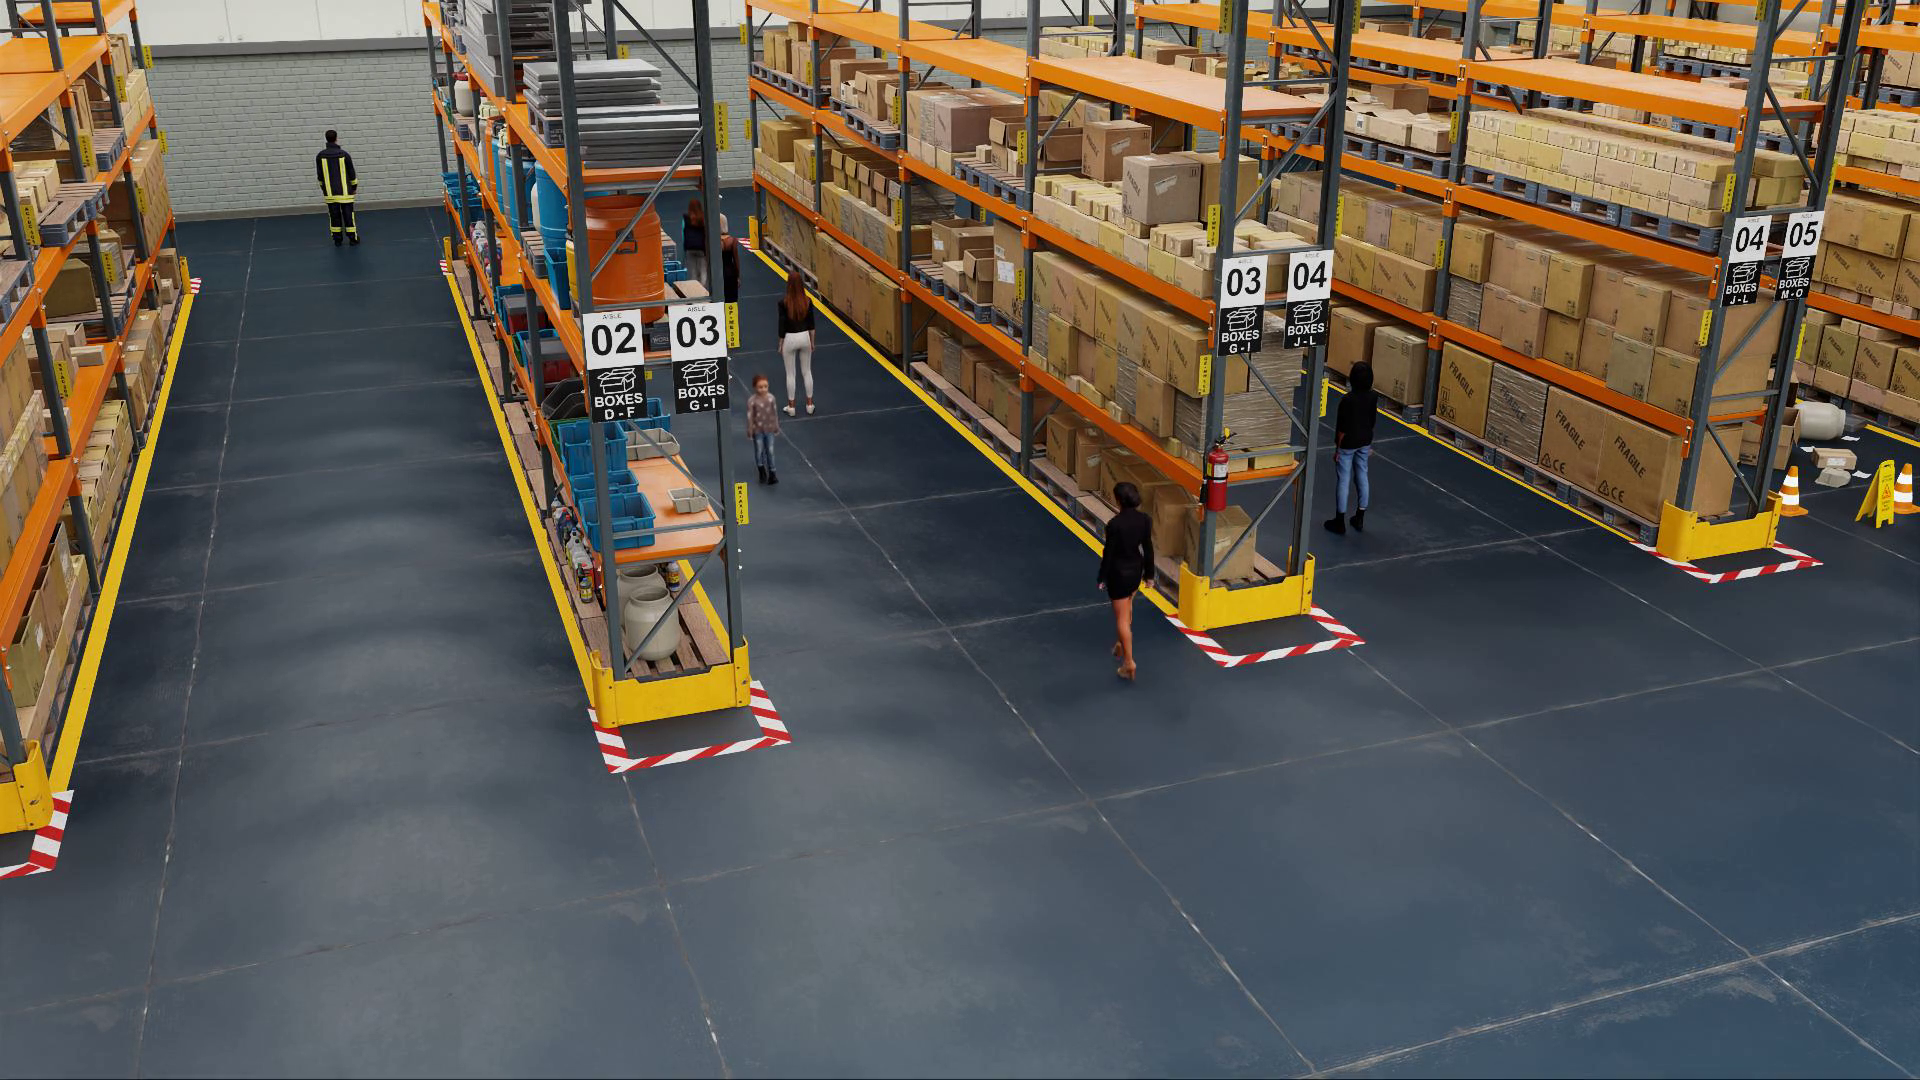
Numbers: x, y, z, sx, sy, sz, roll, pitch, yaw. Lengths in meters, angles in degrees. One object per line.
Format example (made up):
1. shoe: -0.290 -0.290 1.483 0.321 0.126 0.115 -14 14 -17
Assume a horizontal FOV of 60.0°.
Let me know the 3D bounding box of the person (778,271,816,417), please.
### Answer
1. person: -1.904 -2.302 19.424 0.586 1.704 0.509 -7 23 -17

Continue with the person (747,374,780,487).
1. person: -2.065 -1.162 17.347 0.529 1.167 0.807 -6 23 -15

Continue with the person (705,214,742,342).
1. person: -3.168 -3.502 22.301 0.640 1.748 0.580 -3 22 -7

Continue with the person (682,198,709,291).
1. person: -3.899 -4.281 24.563 0.686 1.477 0.879 -2 22 -6

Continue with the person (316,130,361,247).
1. person: -10.481 -5.939 28.021 0.823 1.928 0.708 -4 23 -11

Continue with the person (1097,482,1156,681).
1. person: 1.346 0.349 13.049 0.652 1.624 0.763 -12 25 -28

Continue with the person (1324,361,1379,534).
1. person: 3.788 -0.897 15.994 0.562 1.702 0.523 -8 24 -20
